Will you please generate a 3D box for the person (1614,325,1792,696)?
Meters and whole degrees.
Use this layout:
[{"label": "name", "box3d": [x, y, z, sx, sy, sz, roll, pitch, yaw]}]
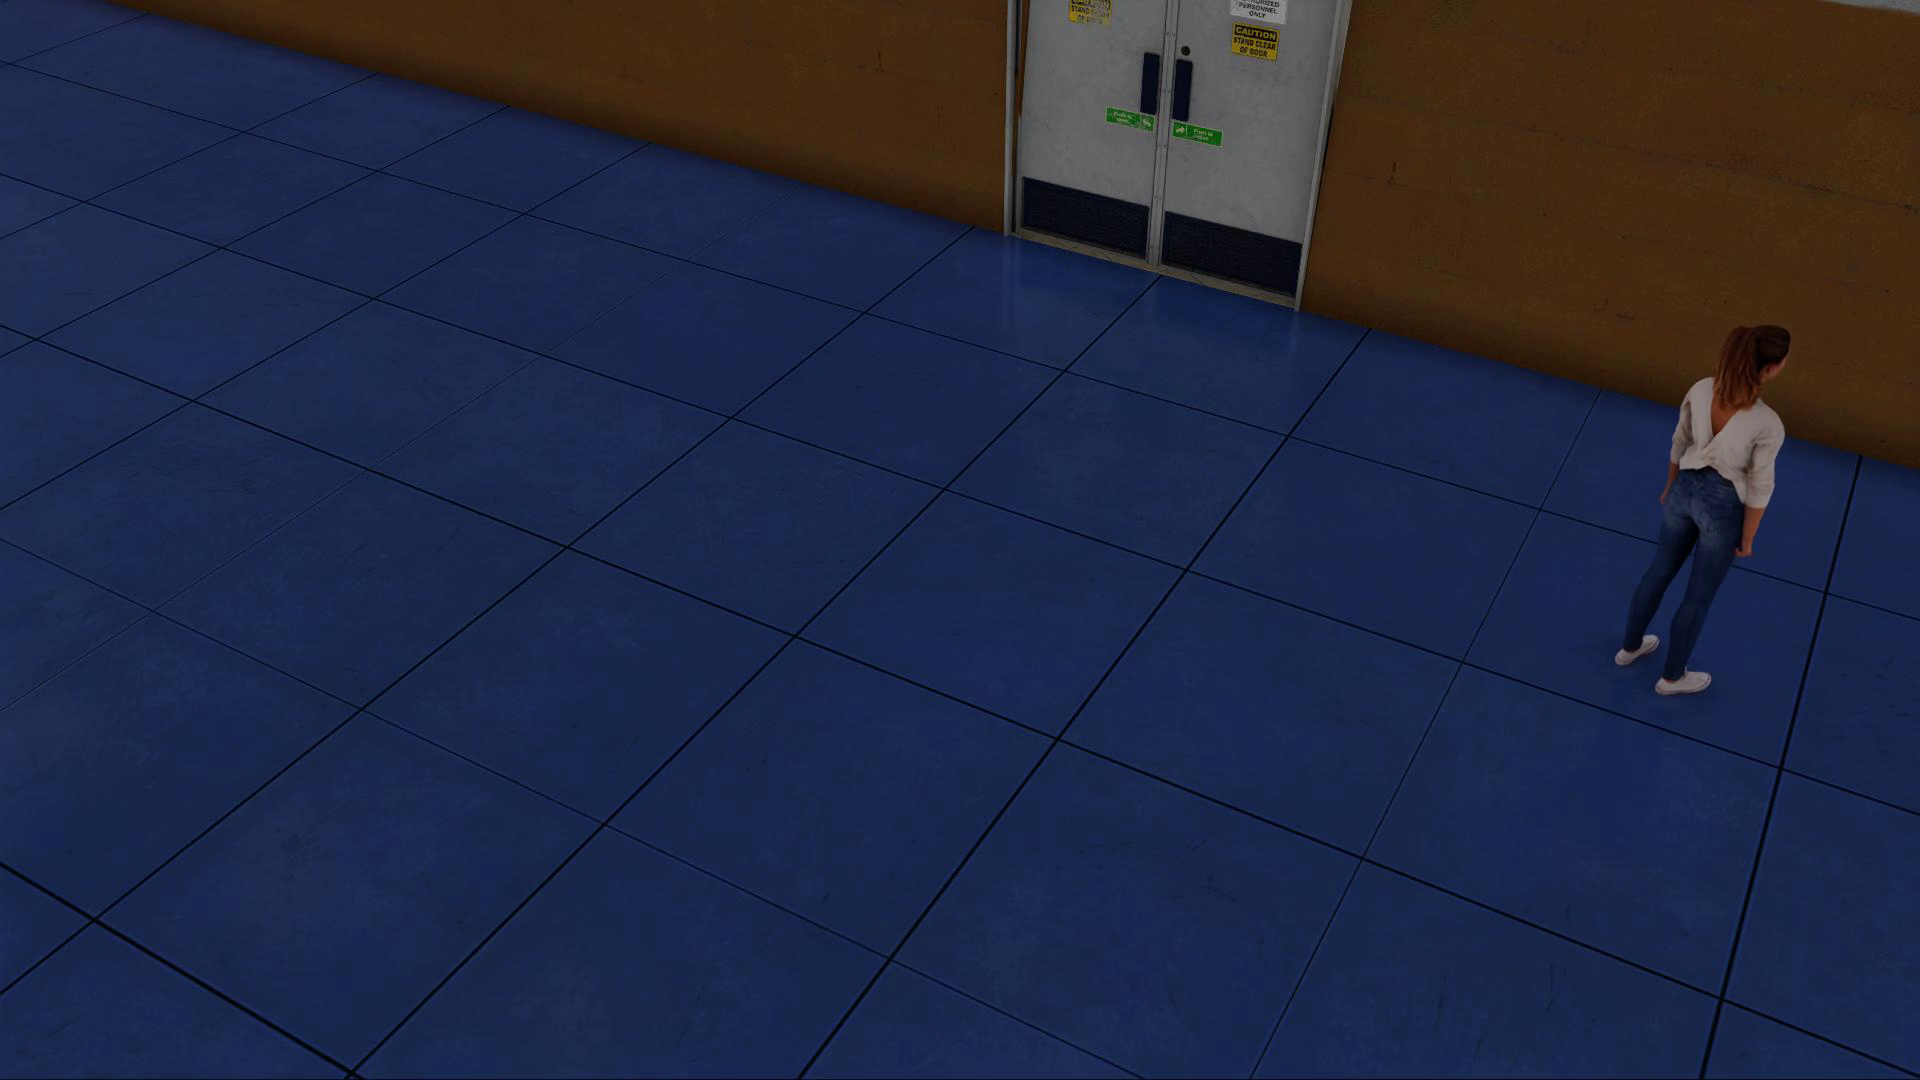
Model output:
[{"label": "person", "box3d": [3.057, -0.121, 6.821, 0.695, 1.719, 0.687, -18, 40, -22]}]
